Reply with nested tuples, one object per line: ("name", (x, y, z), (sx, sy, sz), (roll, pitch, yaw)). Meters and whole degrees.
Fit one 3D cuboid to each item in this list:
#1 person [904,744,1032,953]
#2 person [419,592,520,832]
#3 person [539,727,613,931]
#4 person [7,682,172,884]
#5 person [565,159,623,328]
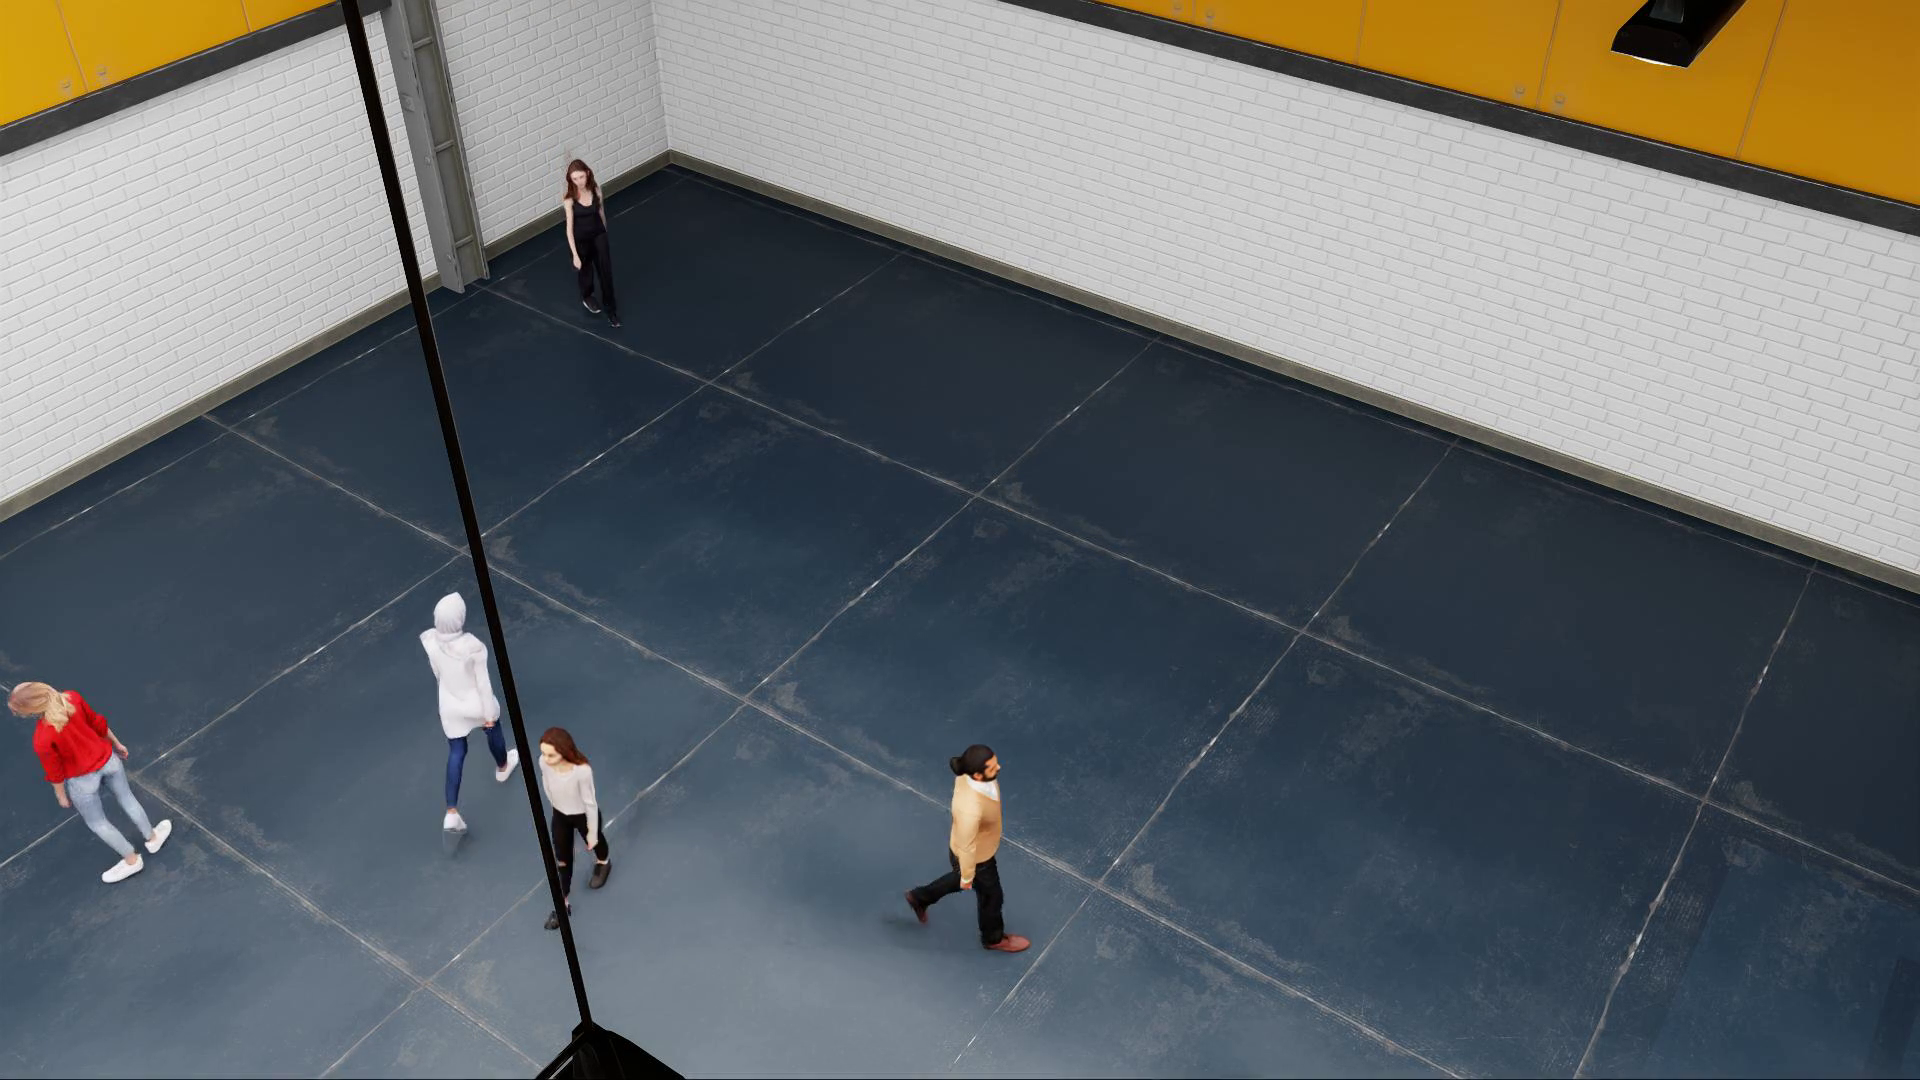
("person", (0.022, 1.814, 9.846), (1.032, 1.738, 1.082), (4, 39, 5))
("person", (-3.222, 1.123, 10.710), (0.950, 1.740, 1.212), (6, 39, 7))
("person", (-2.333, 1.649, 10.279), (0.745, 1.456, 0.960), (8, 39, 10))
("person", (-5.372, 1.416, 10.389), (0.859, 1.682, 0.628), (18, 42, 21))
("person", (-3.536, -2.861, 15.734), (0.968, 1.696, 0.886), (-27, 46, -29))
